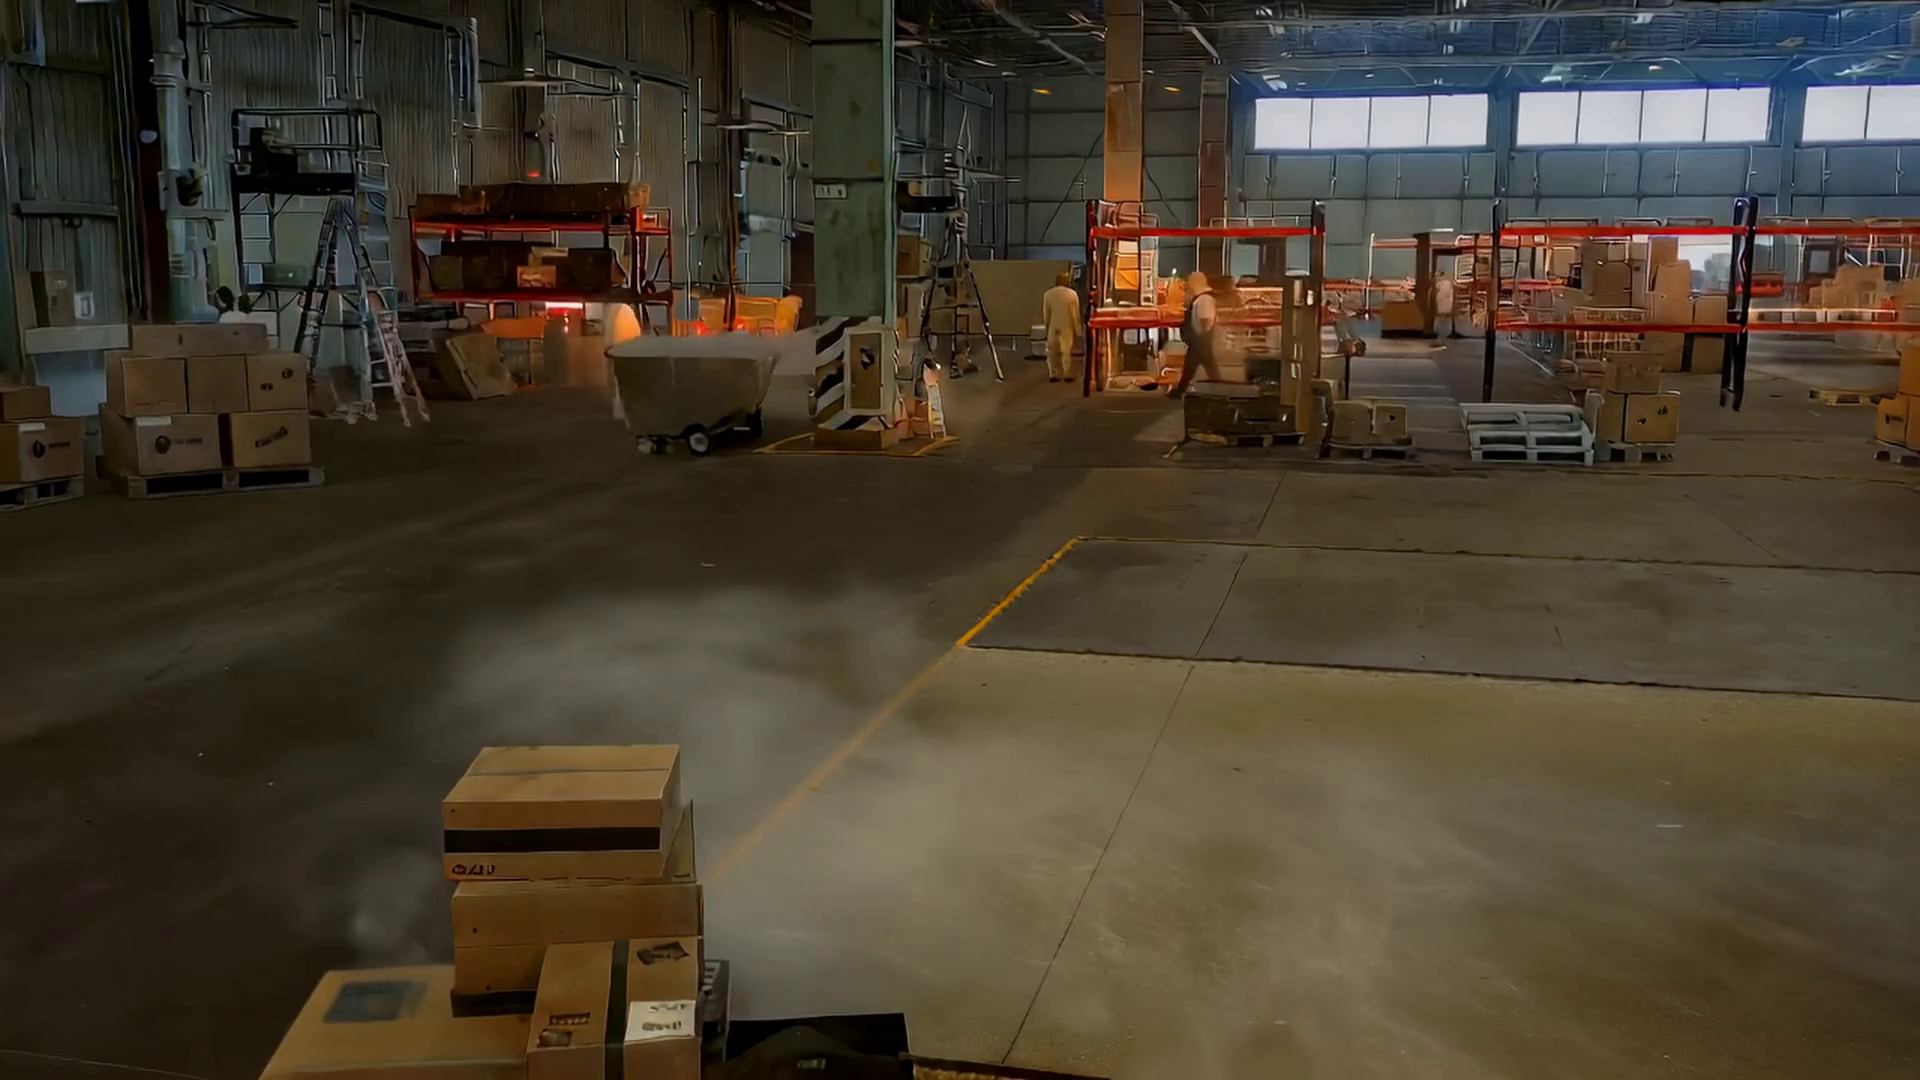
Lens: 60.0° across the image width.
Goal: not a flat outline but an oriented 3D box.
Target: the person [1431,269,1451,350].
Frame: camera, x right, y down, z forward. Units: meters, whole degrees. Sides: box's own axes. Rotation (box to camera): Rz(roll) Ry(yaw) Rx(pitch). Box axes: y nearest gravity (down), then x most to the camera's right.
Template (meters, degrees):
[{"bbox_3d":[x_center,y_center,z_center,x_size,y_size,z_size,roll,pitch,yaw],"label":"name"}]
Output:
[{"bbox_3d":[11.367,-5.440,39.265,0.380,1.917,0.585,7,12,35],"label":"person"}]

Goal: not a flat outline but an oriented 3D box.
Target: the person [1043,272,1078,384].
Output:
[{"bbox_3d":[1.732,-3.649,28.694,0.629,1.932,0.366,5,11,26],"label":"person"}]

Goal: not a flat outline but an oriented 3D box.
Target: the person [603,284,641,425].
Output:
[{"bbox_3d":[-4.378,-2.424,21.775,0.528,1.828,0.628,-7,12,-37],"label":"person"}]

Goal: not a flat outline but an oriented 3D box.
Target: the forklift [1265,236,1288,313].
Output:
[{"bbox_3d":[9.687,-7.922,51.048,1.873,2.768,1.129,-2,10,-12],"label":"forklift"}]

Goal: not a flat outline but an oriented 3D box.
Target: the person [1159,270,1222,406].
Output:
[{"bbox_3d":[3.475,-2.976,24.392,1.015,2.000,0.697,2,10,12],"label":"person"}]

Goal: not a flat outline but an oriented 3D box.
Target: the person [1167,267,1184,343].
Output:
[{"bbox_3d":[5.530,-6.031,42.714,0.393,1.932,0.572,-1,10,-5],"label":"person"}]

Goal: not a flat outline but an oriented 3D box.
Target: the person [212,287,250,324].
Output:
[{"bbox_3d":[-8.296,-1.990,19.183,0.624,1.842,0.518,4,10,22],"label":"person"}]

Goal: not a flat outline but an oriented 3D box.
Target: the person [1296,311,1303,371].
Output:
[{"bbox_3d":[6.632,-4.098,31.907,0.323,1.736,0.488,5,11,29],"label":"person"}]

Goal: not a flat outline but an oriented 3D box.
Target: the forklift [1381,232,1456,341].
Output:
[{"bbox_3d":[11.945,-6.580,43.146,1.873,2.768,1.129,2,10,14],"label":"forklift"}]

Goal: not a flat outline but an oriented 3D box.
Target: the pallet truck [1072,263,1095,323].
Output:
[{"bbox_3d":[4.325,-8.180,55.162,0.823,1.965,1.885,6,11,31],"label":"pallet truck"}]

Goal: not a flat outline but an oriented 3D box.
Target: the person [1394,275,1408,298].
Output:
[{"bbox_3d":[12.442,-6.634,46.941,0.321,1.697,0.529,9,13,42],"label":"person"}]

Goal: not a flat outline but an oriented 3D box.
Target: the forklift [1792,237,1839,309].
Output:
[{"bbox_3d":[27.665,-8.357,53.612,1.129,2.768,1.873,2,10,14],"label":"forklift"}]

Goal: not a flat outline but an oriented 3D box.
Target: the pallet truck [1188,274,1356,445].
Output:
[{"bbox_3d":[3.653,-2.138,19.590,1.885,1.965,0.823,-4,10,-20],"label":"pallet truck"}]
